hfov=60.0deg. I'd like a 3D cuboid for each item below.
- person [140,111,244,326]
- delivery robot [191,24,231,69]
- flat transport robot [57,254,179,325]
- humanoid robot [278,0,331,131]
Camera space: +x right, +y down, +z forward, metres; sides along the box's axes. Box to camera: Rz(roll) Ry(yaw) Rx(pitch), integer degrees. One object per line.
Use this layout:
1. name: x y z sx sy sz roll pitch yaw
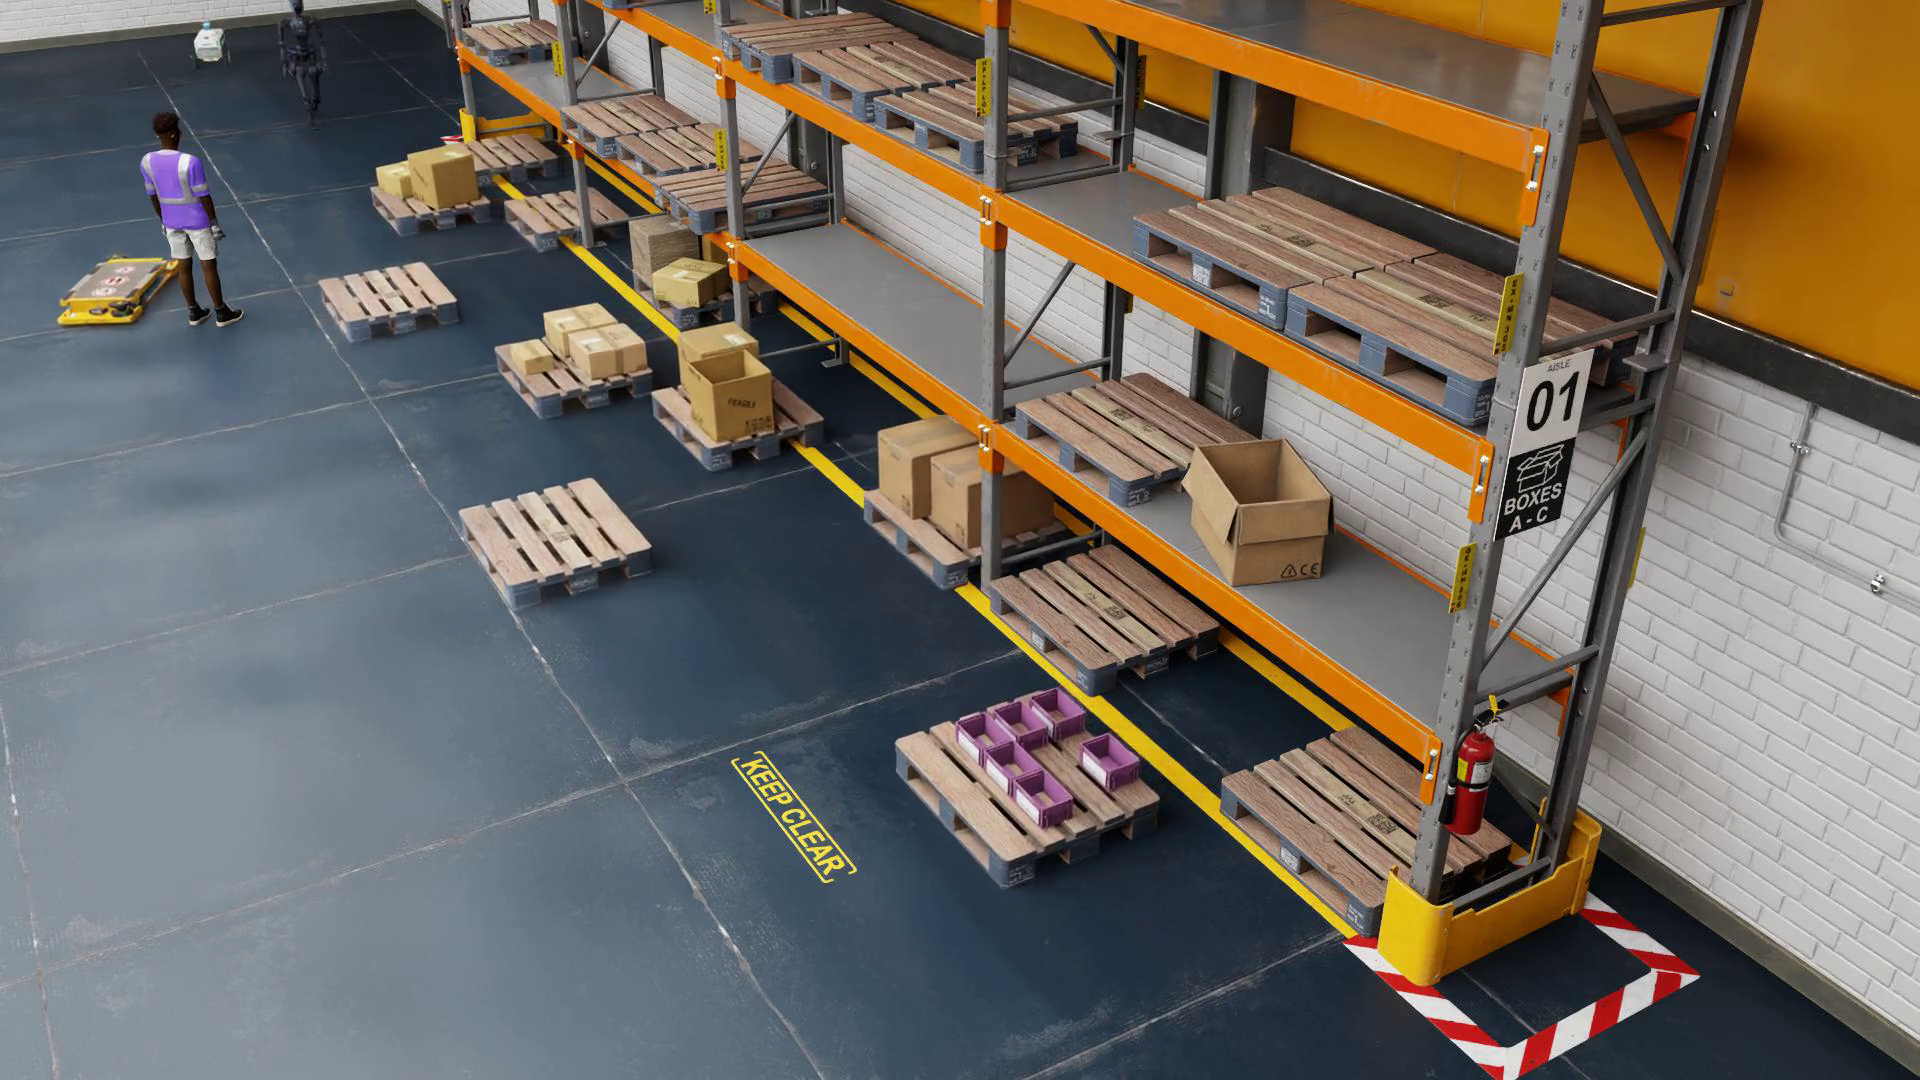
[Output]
1. person: -6.955 -2.882 15.000 0.601 1.967 0.369 5 30 9
2. delivery robot: -10.753 -7.088 23.862 0.499 0.602 0.795 -8 30 -13
3. flat transport robot: -8.015 -2.399 15.867 0.659 0.231 1.431 -3 30 -5
4. humanoid robot: -8.254 -6.021 20.853 0.584 1.621 0.661 -17 34 -27
